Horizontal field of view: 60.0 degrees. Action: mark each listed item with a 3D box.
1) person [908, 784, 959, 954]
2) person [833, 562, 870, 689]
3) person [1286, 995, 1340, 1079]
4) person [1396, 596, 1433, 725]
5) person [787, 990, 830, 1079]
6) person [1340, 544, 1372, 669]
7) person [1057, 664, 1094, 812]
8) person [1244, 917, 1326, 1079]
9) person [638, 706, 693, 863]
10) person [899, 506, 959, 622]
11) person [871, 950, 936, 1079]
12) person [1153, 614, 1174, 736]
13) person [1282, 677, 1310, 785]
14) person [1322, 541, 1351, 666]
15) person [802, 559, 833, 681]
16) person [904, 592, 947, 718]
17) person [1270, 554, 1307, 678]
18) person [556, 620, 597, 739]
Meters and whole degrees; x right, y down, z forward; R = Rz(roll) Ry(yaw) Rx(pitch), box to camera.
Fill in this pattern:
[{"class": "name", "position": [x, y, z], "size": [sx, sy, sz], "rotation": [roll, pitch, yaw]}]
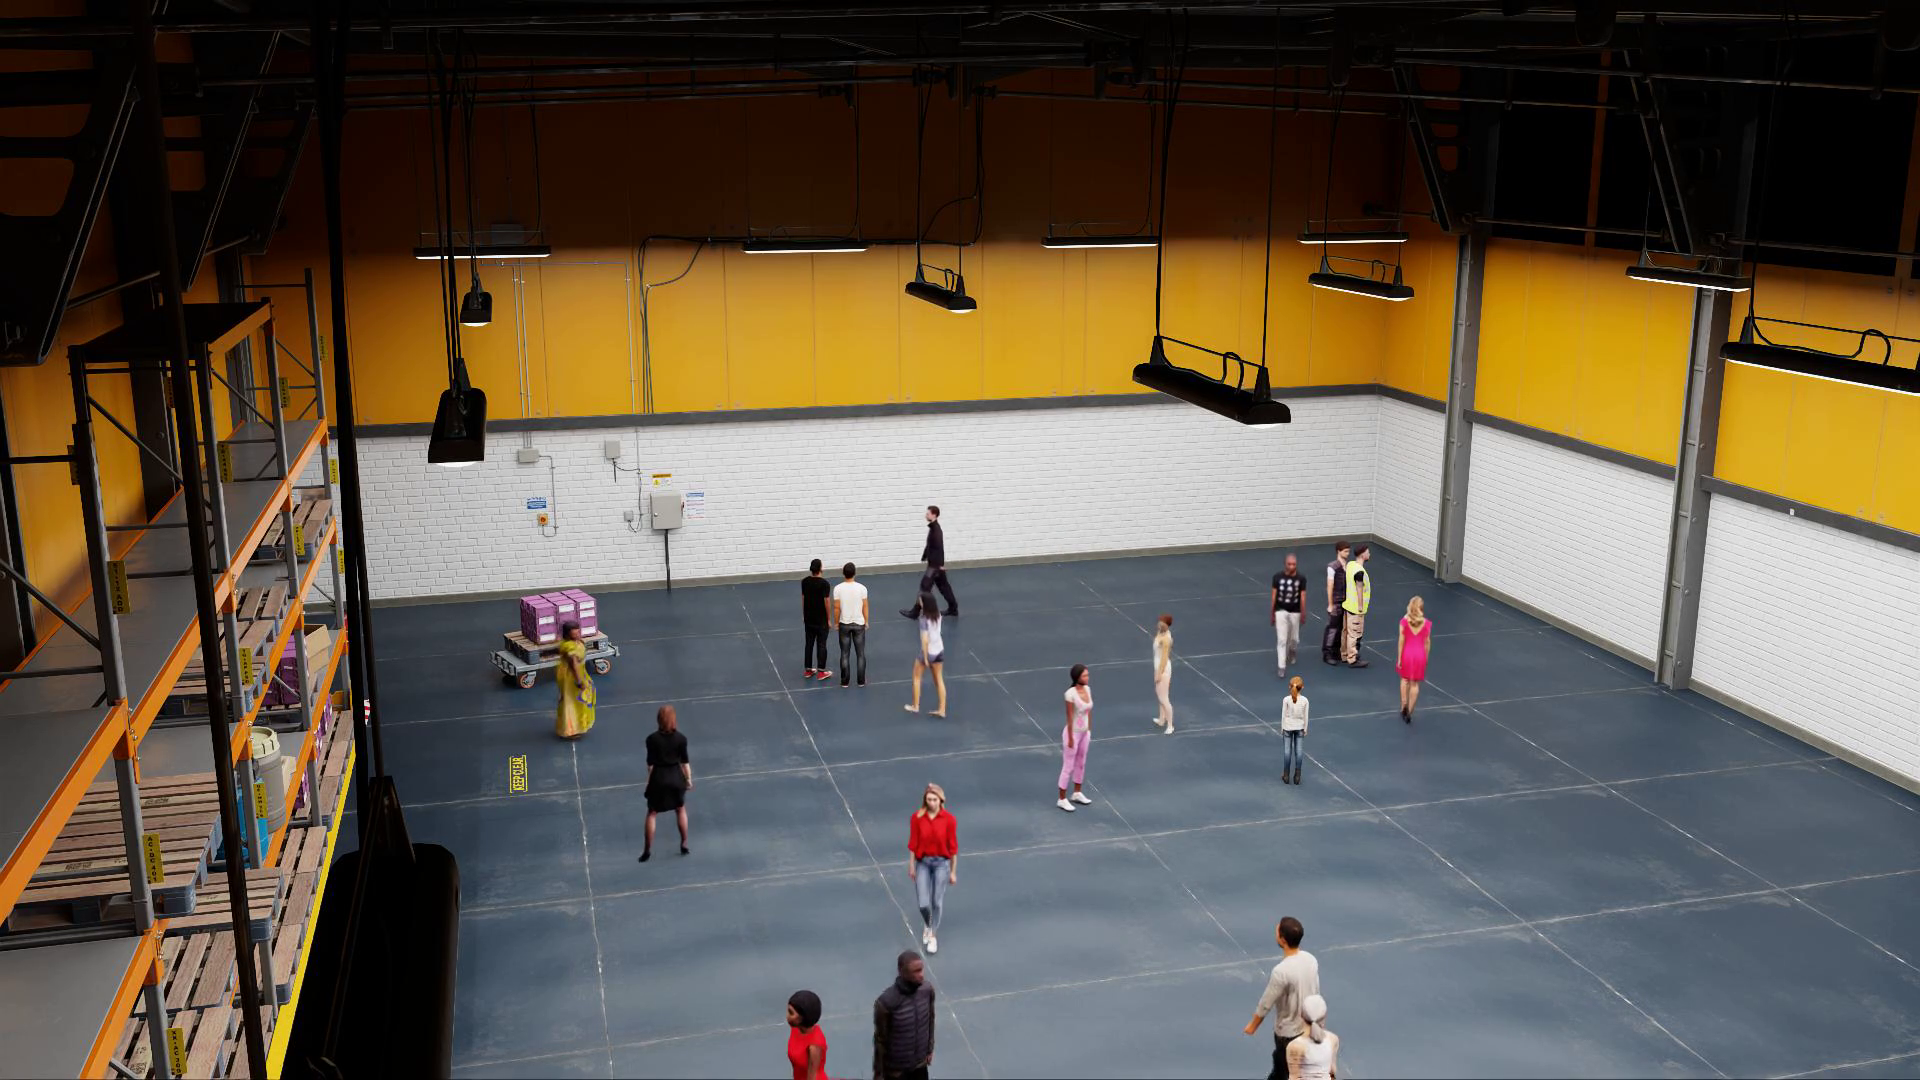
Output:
[{"class": "person", "position": [-0.252, 3.095, 15.892], "size": [0.695, 1.697, 0.673], "rotation": [0, 14, 2]}, {"class": "person", "position": [-1.538, 1.194, 23.519], "size": [0.689, 1.804, 0.615], "rotation": [0, 14, -2]}, {"class": "person", "position": [2.554, 4.113, 11.780], "size": [0.682, 1.655, 1.171], "rotation": [-6, 15, -23]}, {"class": "person", "position": [5.998, 1.610, 22.006], "size": [0.741, 1.707, 0.843], "rotation": [3, 14, 12]}, {"class": "person", "position": [-0.978, 4.036, 11.973], "size": [0.923, 1.713, 1.044], "rotation": [-11, 17, -38]}, {"class": "person", "position": [5.819, 0.949, 24.449], "size": [0.789, 1.842, 0.666], "rotation": [-2, 14, -7]}, {"class": "person", "position": [1.342, 2.261, 19.251], "size": [0.685, 1.737, 0.658], "rotation": [12, 18, 42]}, {"class": "person", "position": [2.653, 3.816, 12.758], "size": [1.153, 1.772, 1.008], "rotation": [11, 18, 39]}, {"class": "person", "position": [-3.123, 2.614, 17.894], "size": [0.779, 1.691, 0.680], "rotation": [-4, 14, -15]}, {"class": "person", "position": [-0.326, 0.386, 26.719], "size": [0.916, 1.867, 1.188], "rotation": [-1, 14, -3]}, {"class": "person", "position": [-0.456, 3.872, 12.418], "size": [0.898, 1.823, 0.996], "rotation": [-8, 16, -30]}, {"class": "person", "position": [2.665, 1.702, 21.827], "size": [0.834, 1.613, 0.545], "rotation": [3, 14, 13]}, {"class": "person", "position": [4.025, 2.287, 20.044], "size": [0.522, 1.314, 0.556], "rotation": [1, 14, 5]}, {"class": "person", "position": [5.607, 0.909, 24.602], "size": [0.742, 1.848, 0.717], "rotation": [-10, 17, -36]}, {"class": "person", "position": [-2.068, 1.128, 23.893], "size": [0.694, 1.755, 0.741], "rotation": [7, 15, 26]}, {"class": "person", "position": [-0.314, 1.555, 22.227], "size": [0.964, 1.710, 0.855], "rotation": [12, 18, 39]}, {"class": "person", "position": [4.748, 1.060, 24.110], "size": [0.918, 1.786, 1.080], "rotation": [3, 14, 12]}, {"class": "person", "position": [-5.019, 1.785, 21.448], "size": [1.037, 1.629, 0.801], "rotation": [-4, 14, -16]}]
